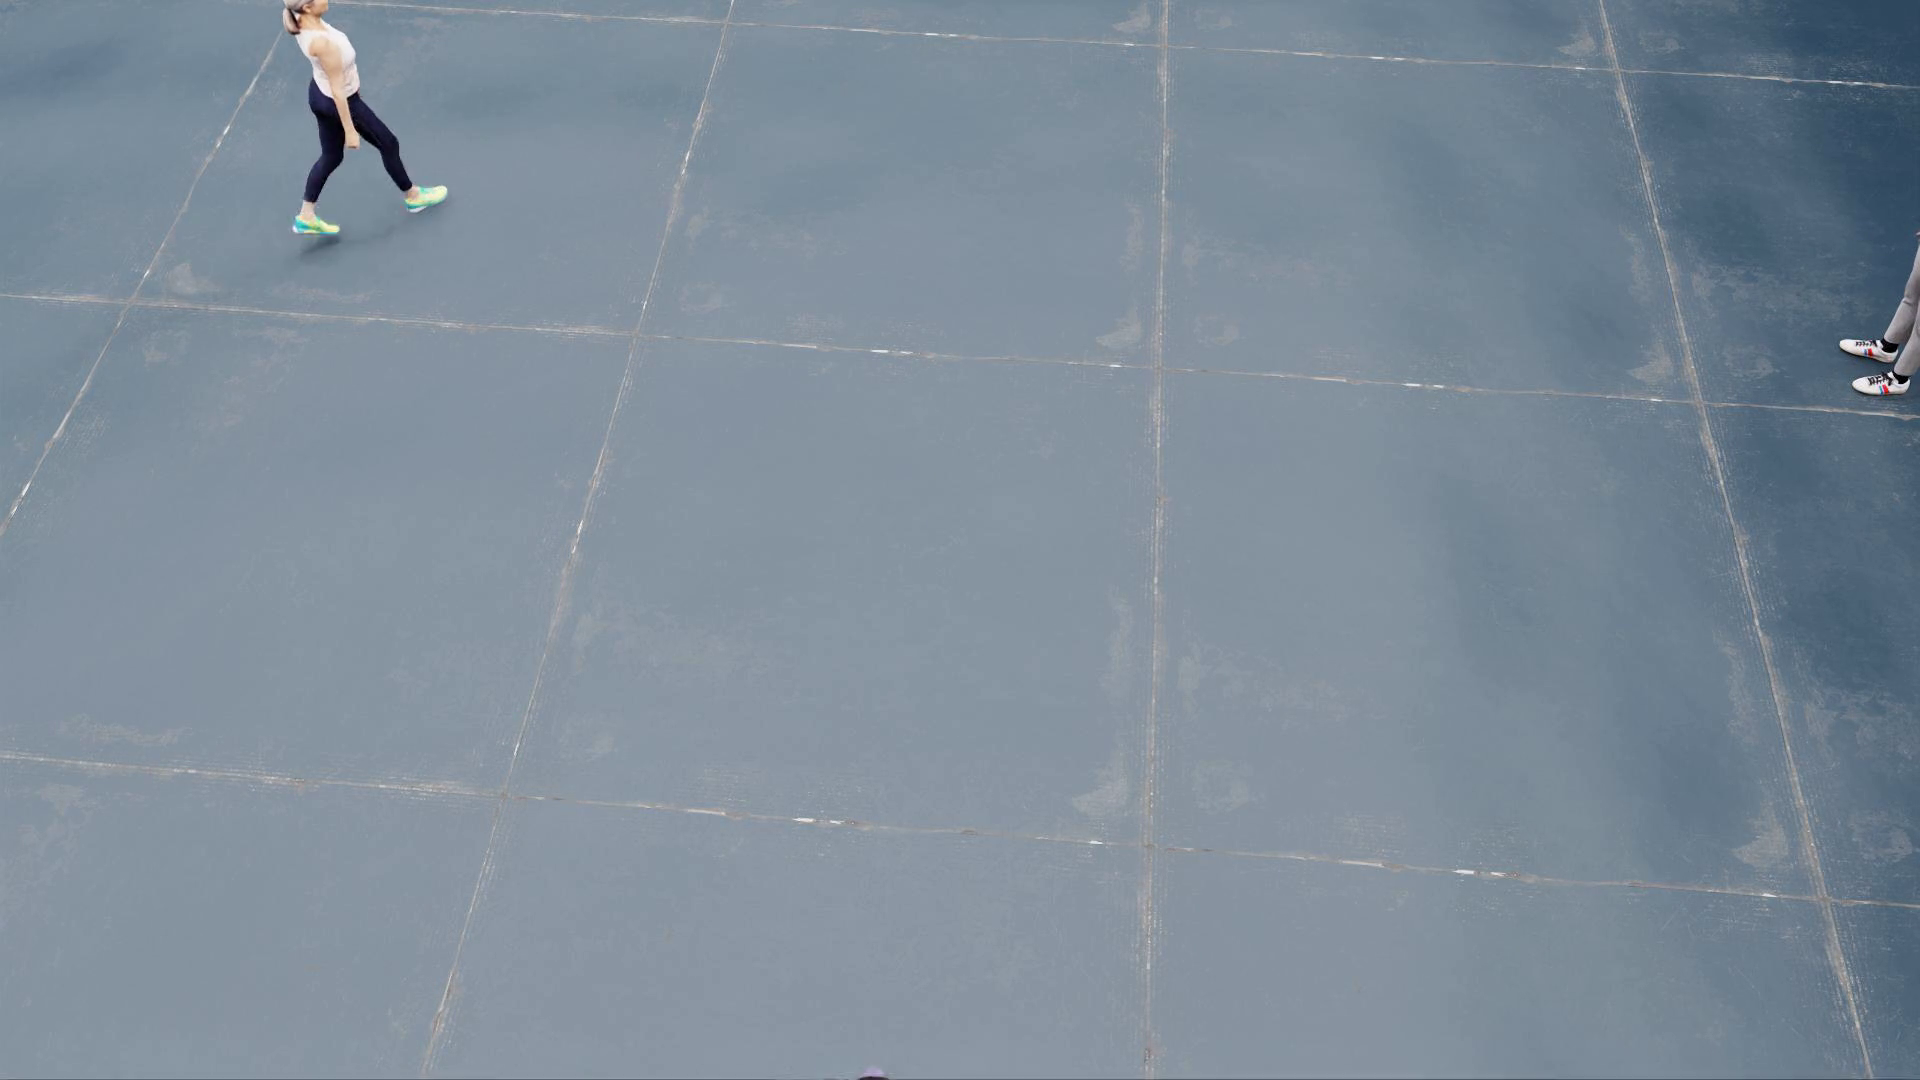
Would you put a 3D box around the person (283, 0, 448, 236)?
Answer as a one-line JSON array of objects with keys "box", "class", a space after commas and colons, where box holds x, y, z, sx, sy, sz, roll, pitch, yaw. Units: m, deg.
[{"box": [-3.605, -2.407, 9.446, 1.209, 1.664, 1.085, -29, 58, -20], "class": "person"}]
